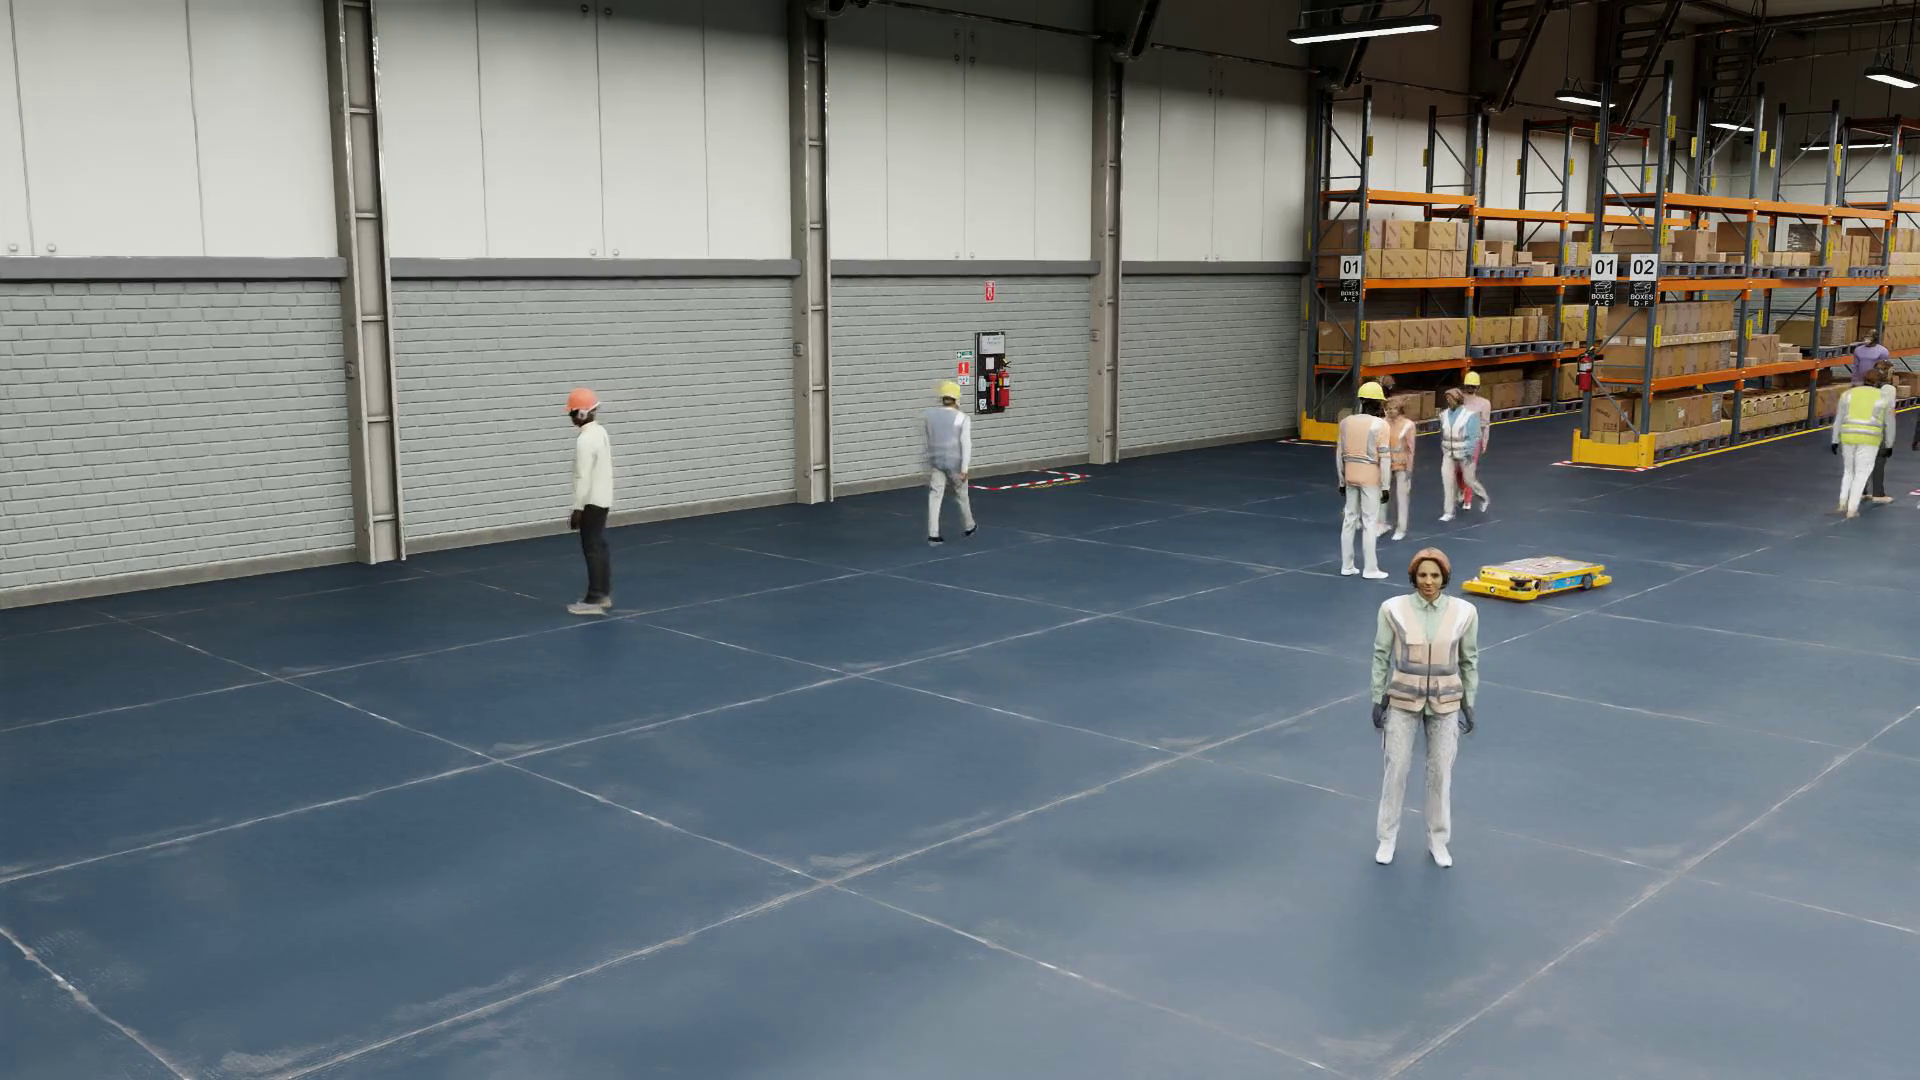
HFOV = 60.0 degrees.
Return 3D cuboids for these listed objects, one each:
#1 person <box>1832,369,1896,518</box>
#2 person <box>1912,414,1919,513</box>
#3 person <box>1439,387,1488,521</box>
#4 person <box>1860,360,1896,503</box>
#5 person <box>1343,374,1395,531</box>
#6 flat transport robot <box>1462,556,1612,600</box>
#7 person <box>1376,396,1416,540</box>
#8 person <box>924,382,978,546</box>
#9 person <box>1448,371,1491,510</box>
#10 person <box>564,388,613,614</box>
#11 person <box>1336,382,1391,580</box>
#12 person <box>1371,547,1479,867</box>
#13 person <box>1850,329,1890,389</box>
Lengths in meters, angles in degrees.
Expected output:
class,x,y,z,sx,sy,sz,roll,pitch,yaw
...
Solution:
class,x,y,z,sx,sy,sz,roll,pitch,yaw
person,10.988,-1.175,20.236,0.627,1.804,0.643,-8,13,-42
person,12.186,-1.255,20.601,1.052,1.869,0.618,-5,11,-29
person,6.055,-1.038,20.027,0.690,1.610,0.524,-8,12,-41
person,11.834,-1.396,21.471,0.349,1.842,0.505,-4,10,-21
person,4.742,-0.990,19.035,0.490,1.823,0.639,2,10,13
flat transport robot,5.440,0.343,15.642,1.431,0.197,0.652,-7,12,-37
person,4.821,-0.791,18.477,0.543,1.615,0.522,9,13,42
person,-0.108,-0.853,18.350,0.594,1.779,0.960,4,10,23
person,6.437,-1.280,21.054,0.532,1.741,0.702,5,11,28
person,-3.236,-0.342,14.583,0.393,1.992,0.624,0,9,2
person,3.950,-0.579,16.235,0.383,1.923,0.590,-8,12,-40
person,2.347,0.845,8.426,0.522,1.638,0.310,1,9,9
person,16.228,-2.798,29.718,0.379,1.940,0.629,-6,11,-30
